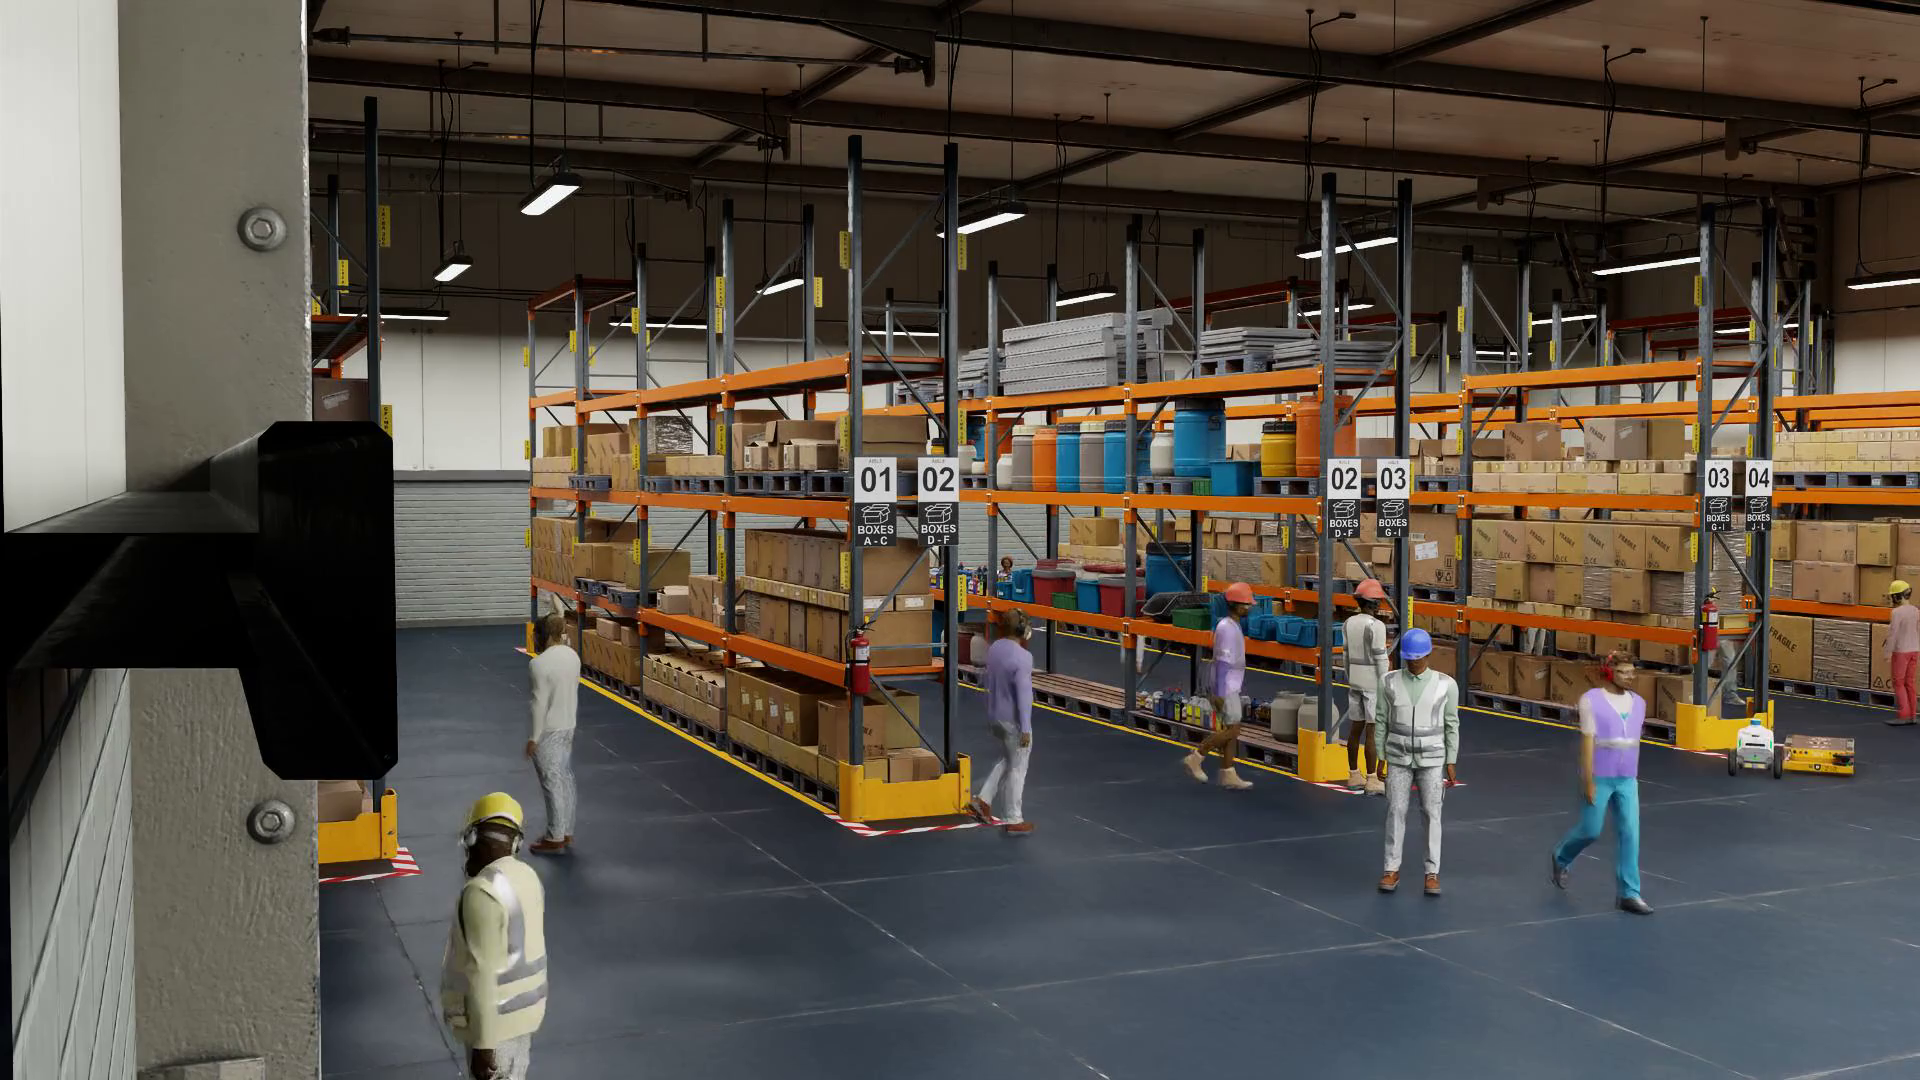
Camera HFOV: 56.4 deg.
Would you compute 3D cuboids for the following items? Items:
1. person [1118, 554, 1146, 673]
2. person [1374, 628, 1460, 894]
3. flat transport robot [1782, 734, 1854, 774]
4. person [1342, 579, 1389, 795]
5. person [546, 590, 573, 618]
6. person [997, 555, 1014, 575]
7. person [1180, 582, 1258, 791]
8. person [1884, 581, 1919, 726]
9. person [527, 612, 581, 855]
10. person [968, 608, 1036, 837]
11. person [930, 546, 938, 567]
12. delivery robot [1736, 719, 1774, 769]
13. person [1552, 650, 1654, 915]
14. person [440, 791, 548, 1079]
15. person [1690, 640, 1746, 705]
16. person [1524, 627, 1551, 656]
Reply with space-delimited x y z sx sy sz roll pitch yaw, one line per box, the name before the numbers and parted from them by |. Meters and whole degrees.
person | 2.654 1.107 27.461 0.658 1.820 0.670 0 2 -10
person | 3.328 1.603 13.077 0.605 1.935 0.416 1 2 22
flat transport robot | 8.988 2.227 18.740 0.652 0.197 1.431 1 2 27
person | 3.914 1.393 17.153 0.366 2.047 0.608 -1 2 -25
person | -7.106 1.035 32.097 0.801 1.593 0.526 1 2 19
person | 0.790 1.079 30.555 0.510 1.641 0.308 0 2 6
person | 2.530 1.404 17.198 0.651 2.018 0.644 1 2 14
person | 11.392 1.370 21.589 0.603 1.747 0.461 -1 3 -31
person | -3.298 1.547 14.491 0.360 1.938 0.634 1 2 16
person | 0.410 1.531 15.098 0.498 1.923 0.649 -1 2 -28
person | -0.430 0.751 34.748 0.412 1.987 0.622 2 3 39
delivery robot | 8.080 2.062 18.197 0.477 0.478 0.707 1 2 24
person | 4.578 1.675 12.715 0.572 1.822 0.812 -1 2 -18
person | -1.846 1.915 7.039 0.407 1.786 0.716 0 2 3
person | 10.030 1.305 23.838 0.499 1.697 0.884 -1 2 -28
person | 8.432 1.249 26.197 0.507 1.631 0.266 -1 2 -29
